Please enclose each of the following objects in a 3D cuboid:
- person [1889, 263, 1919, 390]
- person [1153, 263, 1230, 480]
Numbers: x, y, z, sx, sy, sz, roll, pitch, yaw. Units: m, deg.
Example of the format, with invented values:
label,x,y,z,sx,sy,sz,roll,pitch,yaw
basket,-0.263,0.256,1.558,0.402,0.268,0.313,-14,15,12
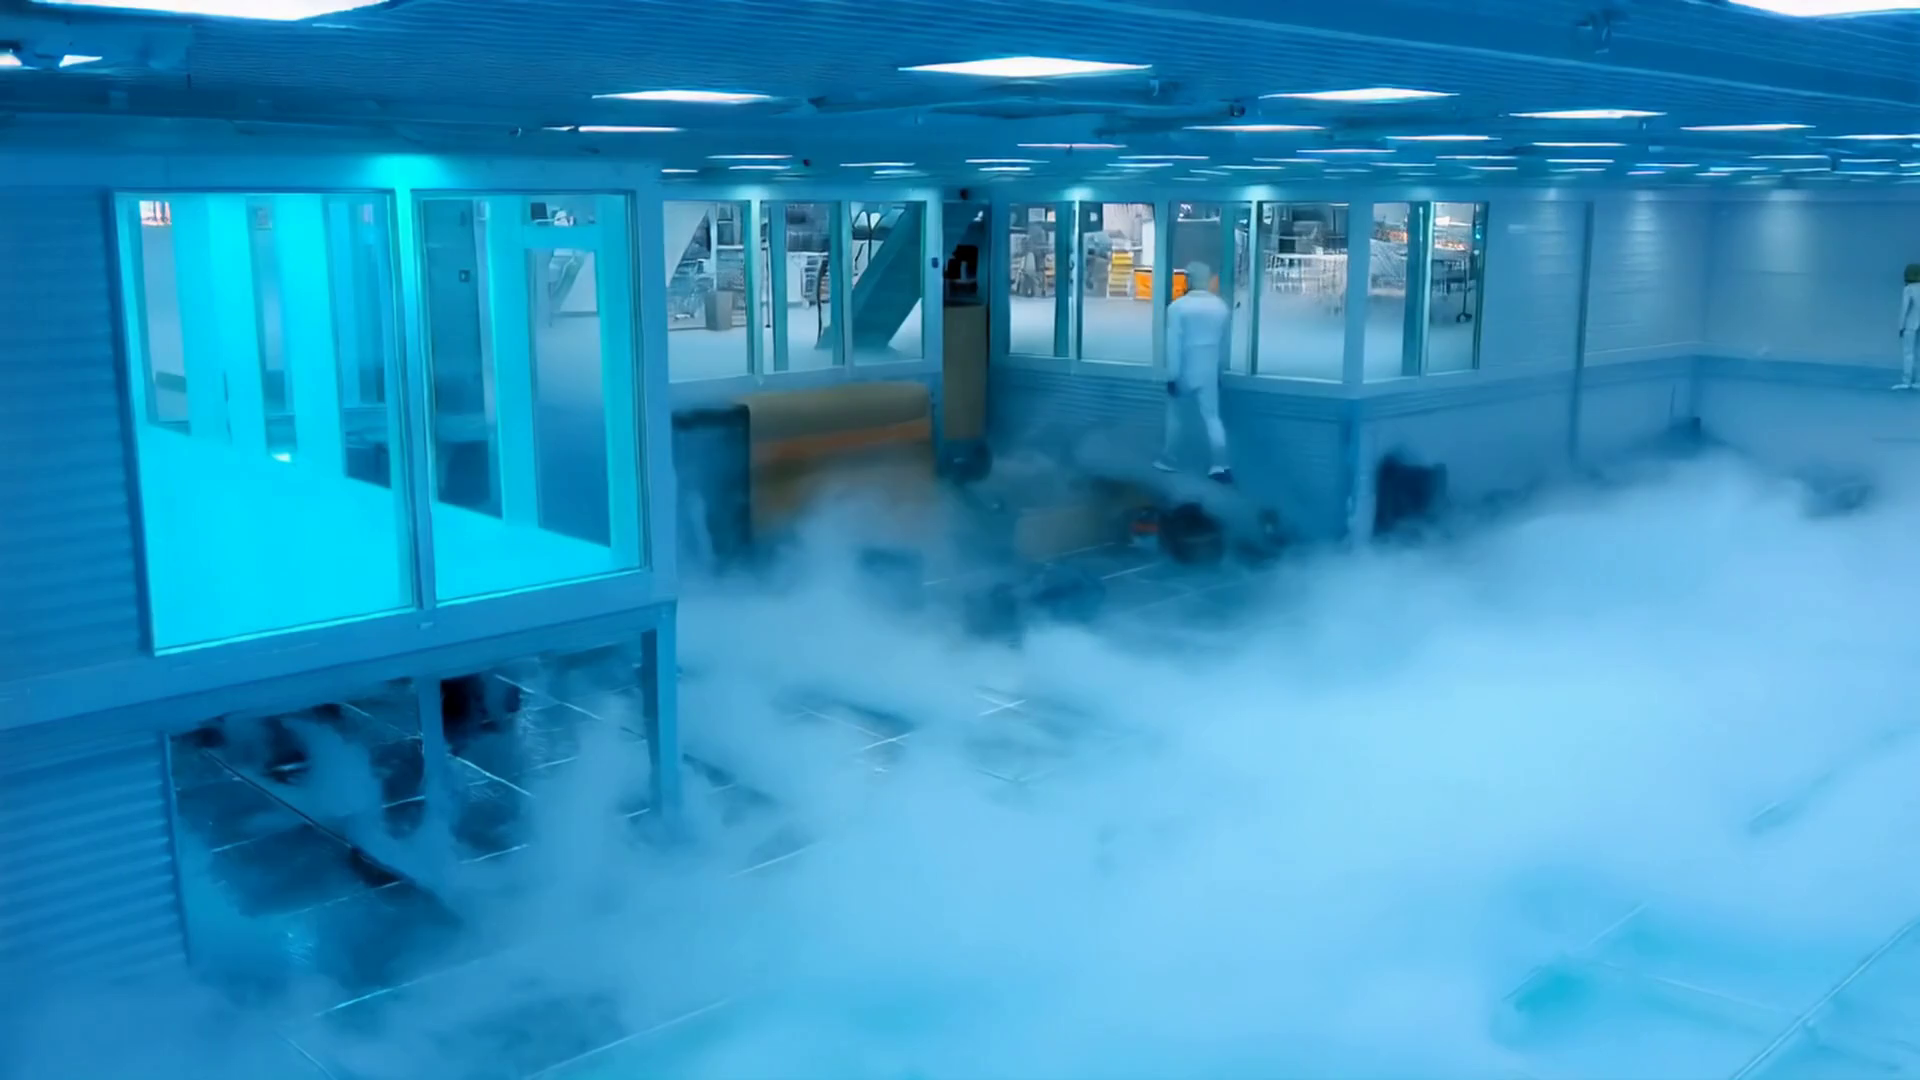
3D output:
label,x,y,z,sx,sy,sz,roll,pitch,yaw
person,12.281,-2.748,21.444,0.499,1.626,0.288,-6,13,-26
person,2.051,-1.458,14.398,0.660,1.861,0.995,-5,12,-23
